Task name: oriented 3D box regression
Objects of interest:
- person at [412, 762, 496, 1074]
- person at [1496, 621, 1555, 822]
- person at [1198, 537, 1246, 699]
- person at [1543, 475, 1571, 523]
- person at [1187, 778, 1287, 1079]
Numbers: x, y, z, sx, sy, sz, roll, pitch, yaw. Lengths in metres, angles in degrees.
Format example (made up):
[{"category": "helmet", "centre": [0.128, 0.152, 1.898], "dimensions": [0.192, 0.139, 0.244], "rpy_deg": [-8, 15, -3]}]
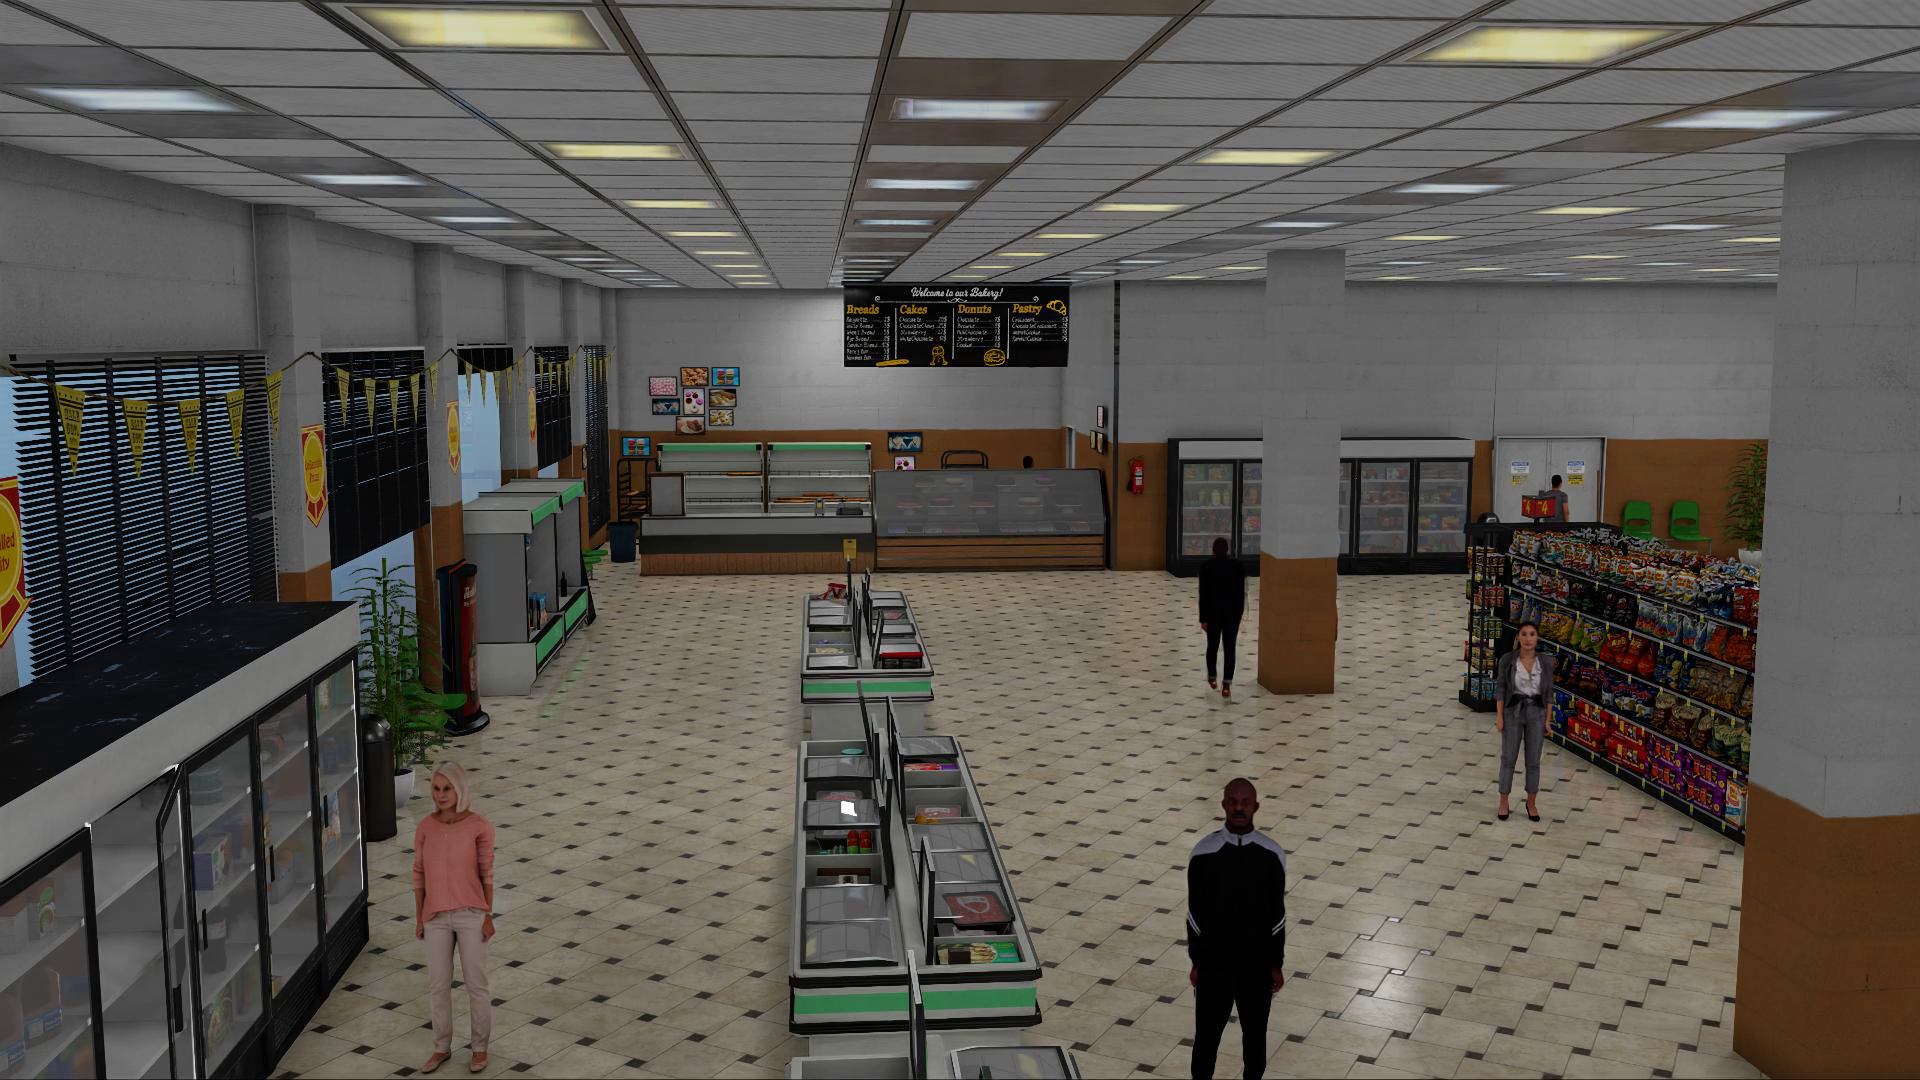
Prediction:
[{"category": "person", "centre": [-2.765, 2.057, 9.138], "dimensions": [0.616, 1.724, 0.535], "rpy_deg": [0, 7, 0]}, {"category": "person", "centre": [4.714, 1.504, 13.906], "dimensions": [0.676, 1.678, 0.669], "rpy_deg": [1, 7, 9]}, {"category": "person", "centre": [2.934, 0.902, 18.494], "dimensions": [0.847, 1.772, 1.247], "rpy_deg": [1, 7, 6]}, {"category": "person", "centre": [9.997, -0.227, 27.909], "dimensions": [0.761, 1.755, 0.675], "rpy_deg": [-6, 9, -41]}, {"category": "person", "centre": [1.396, 2.089, 8.438], "dimensions": [0.688, 1.827, 0.608], "rpy_deg": [1, 7, 5]}]
